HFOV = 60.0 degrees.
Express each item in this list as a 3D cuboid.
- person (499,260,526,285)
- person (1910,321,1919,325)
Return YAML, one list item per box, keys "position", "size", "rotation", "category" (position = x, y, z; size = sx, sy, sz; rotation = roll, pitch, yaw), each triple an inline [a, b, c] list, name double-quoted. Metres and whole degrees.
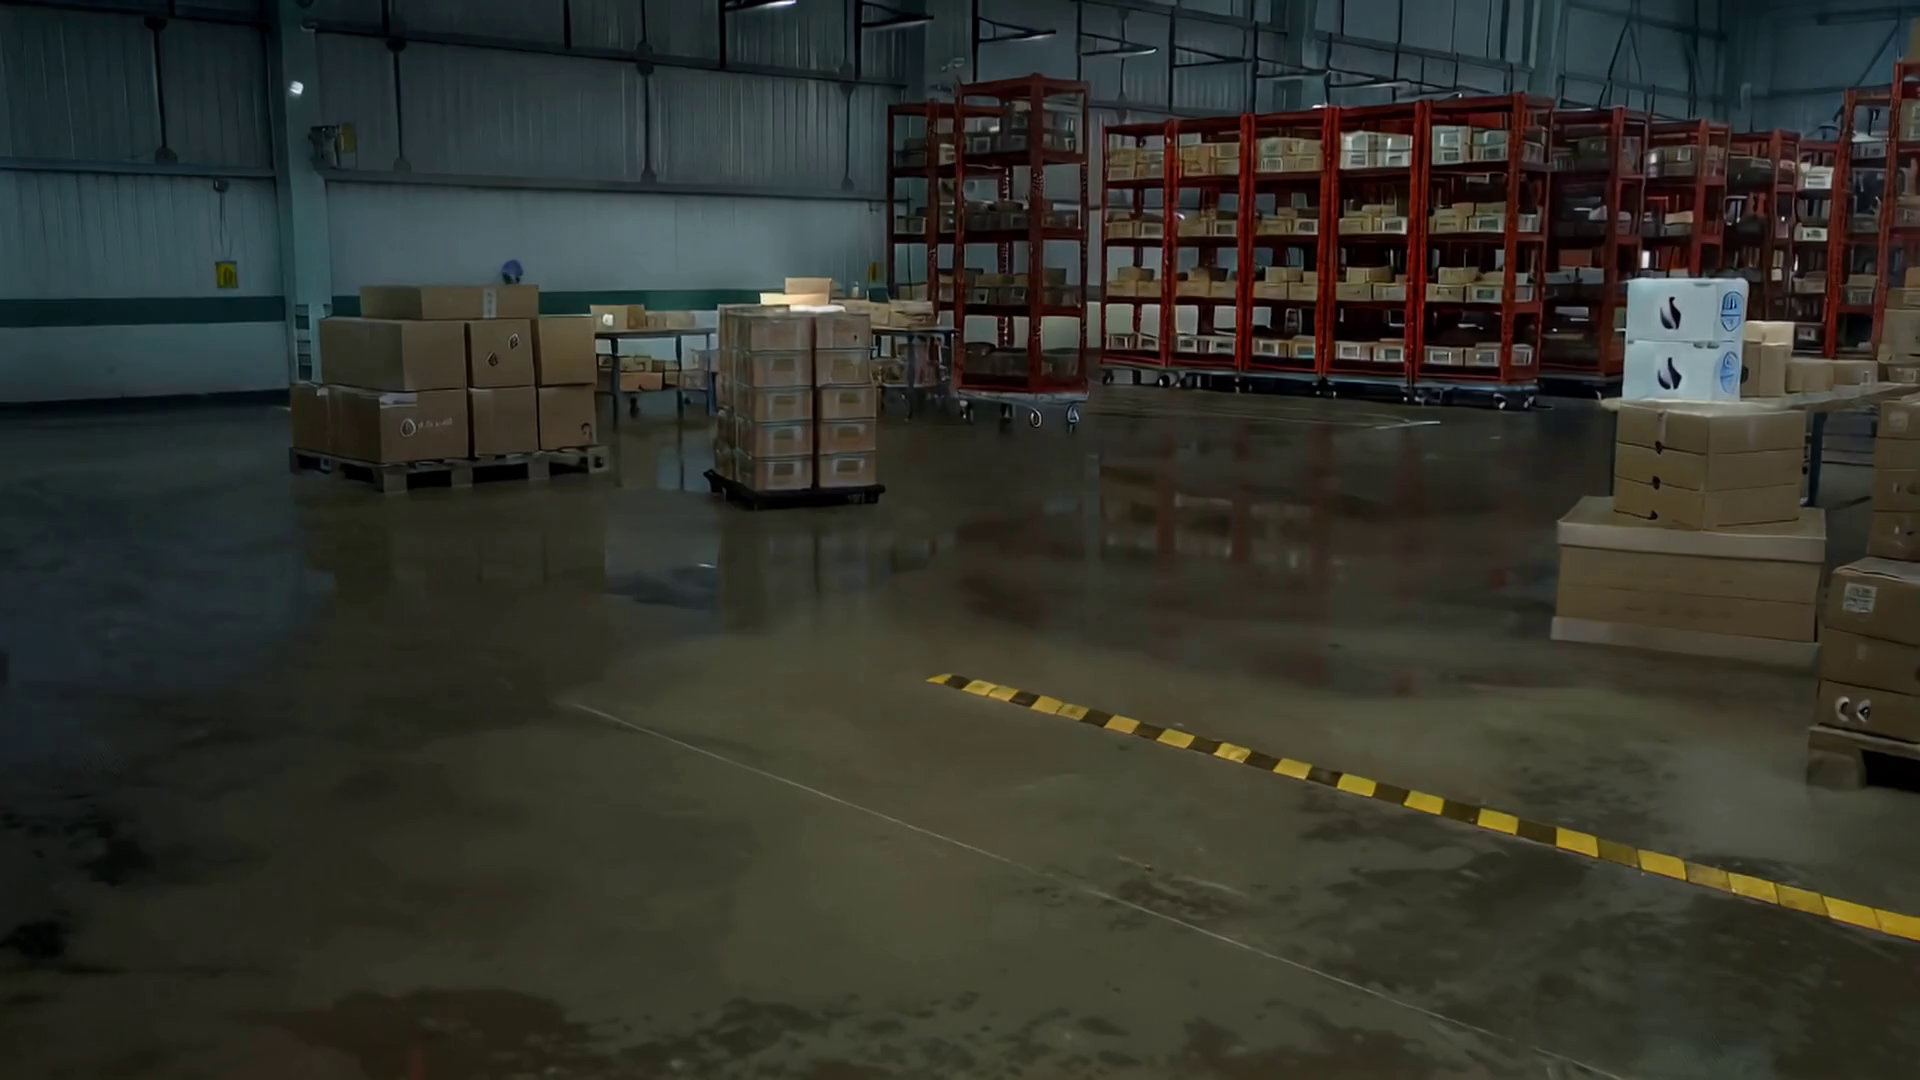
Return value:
- position: [-5.011, -2.243, 18.517]
  size: [0.577, 1.736, 0.463]
  rotation: [6, 11, 31]
  category: "person"
- position: [15.935, -3.752, 27.391]
  size: [0.866, 1.814, 0.572]
  rotation: [-6, 11, -33]
  category: "person"
